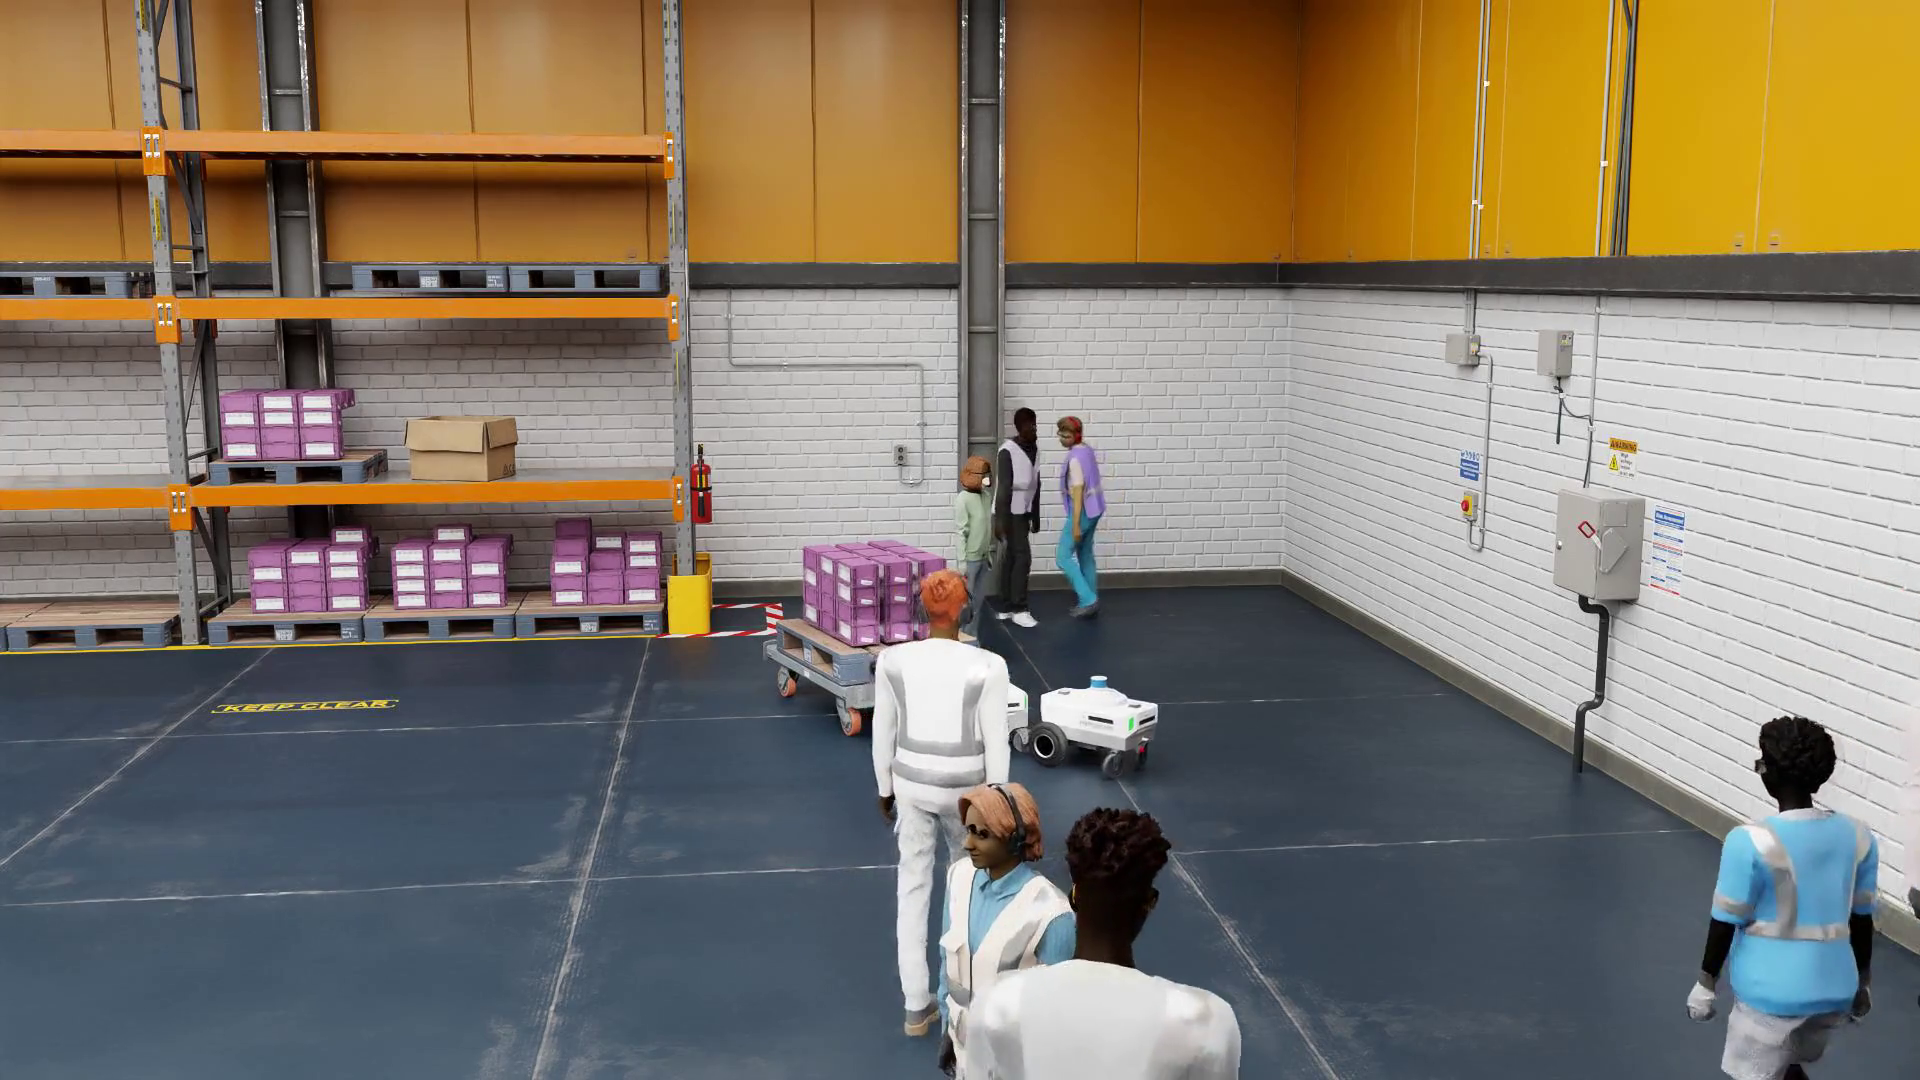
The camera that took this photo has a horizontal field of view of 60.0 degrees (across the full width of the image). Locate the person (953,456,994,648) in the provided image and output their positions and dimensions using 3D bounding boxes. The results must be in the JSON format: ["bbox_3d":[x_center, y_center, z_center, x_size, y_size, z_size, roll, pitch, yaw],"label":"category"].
[{"bbox_3d":[0.111,0.162,12.874,0.266,1.631,0.507,5,10,27],"label":"person"}]

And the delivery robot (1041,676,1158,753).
[{"bbox_3d":[0.853,1.079,10.215,0.707,0.478,0.477,7,11,37],"label":"delivery robot"}]

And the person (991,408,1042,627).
[{"bbox_3d":[0.523,-0.194,14.315,0.587,1.880,0.685,5,10,28],"label":"person"}]

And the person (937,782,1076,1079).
[{"bbox_3d":[0.126,1.472,4.683,0.311,1.638,0.523,-8,12,-40],"label":"person"}]

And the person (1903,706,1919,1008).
[{"bbox_3d":[3.662,1.144,5.937,0.675,1.891,0.527,-2,9,-10],"label":"person"}]

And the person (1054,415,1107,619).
[{"bbox_3d":[1.065,-0.194,14.551,0.412,1.817,0.606,3,10,21],"label":"person"}]

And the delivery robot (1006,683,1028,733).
[{"bbox_3d":[0.163,1.008,10.659,0.477,0.478,0.707,-3,10,-21],"label":"delivery robot"}]

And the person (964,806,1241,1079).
[{"bbox_3d":[0.291,1.522,3.583,0.588,1.911,1.039,4,10,26],"label":"person"}]

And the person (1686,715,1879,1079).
[{"bbox_3d":[2.549,1.379,5.126,0.558,1.678,0.353,-3,10,-20],"label":"person"}]

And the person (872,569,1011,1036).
[{"bbox_3d":[-0.063,1.023,6.886,0.602,1.826,0.968,2,9,14],"label":"person"}]
